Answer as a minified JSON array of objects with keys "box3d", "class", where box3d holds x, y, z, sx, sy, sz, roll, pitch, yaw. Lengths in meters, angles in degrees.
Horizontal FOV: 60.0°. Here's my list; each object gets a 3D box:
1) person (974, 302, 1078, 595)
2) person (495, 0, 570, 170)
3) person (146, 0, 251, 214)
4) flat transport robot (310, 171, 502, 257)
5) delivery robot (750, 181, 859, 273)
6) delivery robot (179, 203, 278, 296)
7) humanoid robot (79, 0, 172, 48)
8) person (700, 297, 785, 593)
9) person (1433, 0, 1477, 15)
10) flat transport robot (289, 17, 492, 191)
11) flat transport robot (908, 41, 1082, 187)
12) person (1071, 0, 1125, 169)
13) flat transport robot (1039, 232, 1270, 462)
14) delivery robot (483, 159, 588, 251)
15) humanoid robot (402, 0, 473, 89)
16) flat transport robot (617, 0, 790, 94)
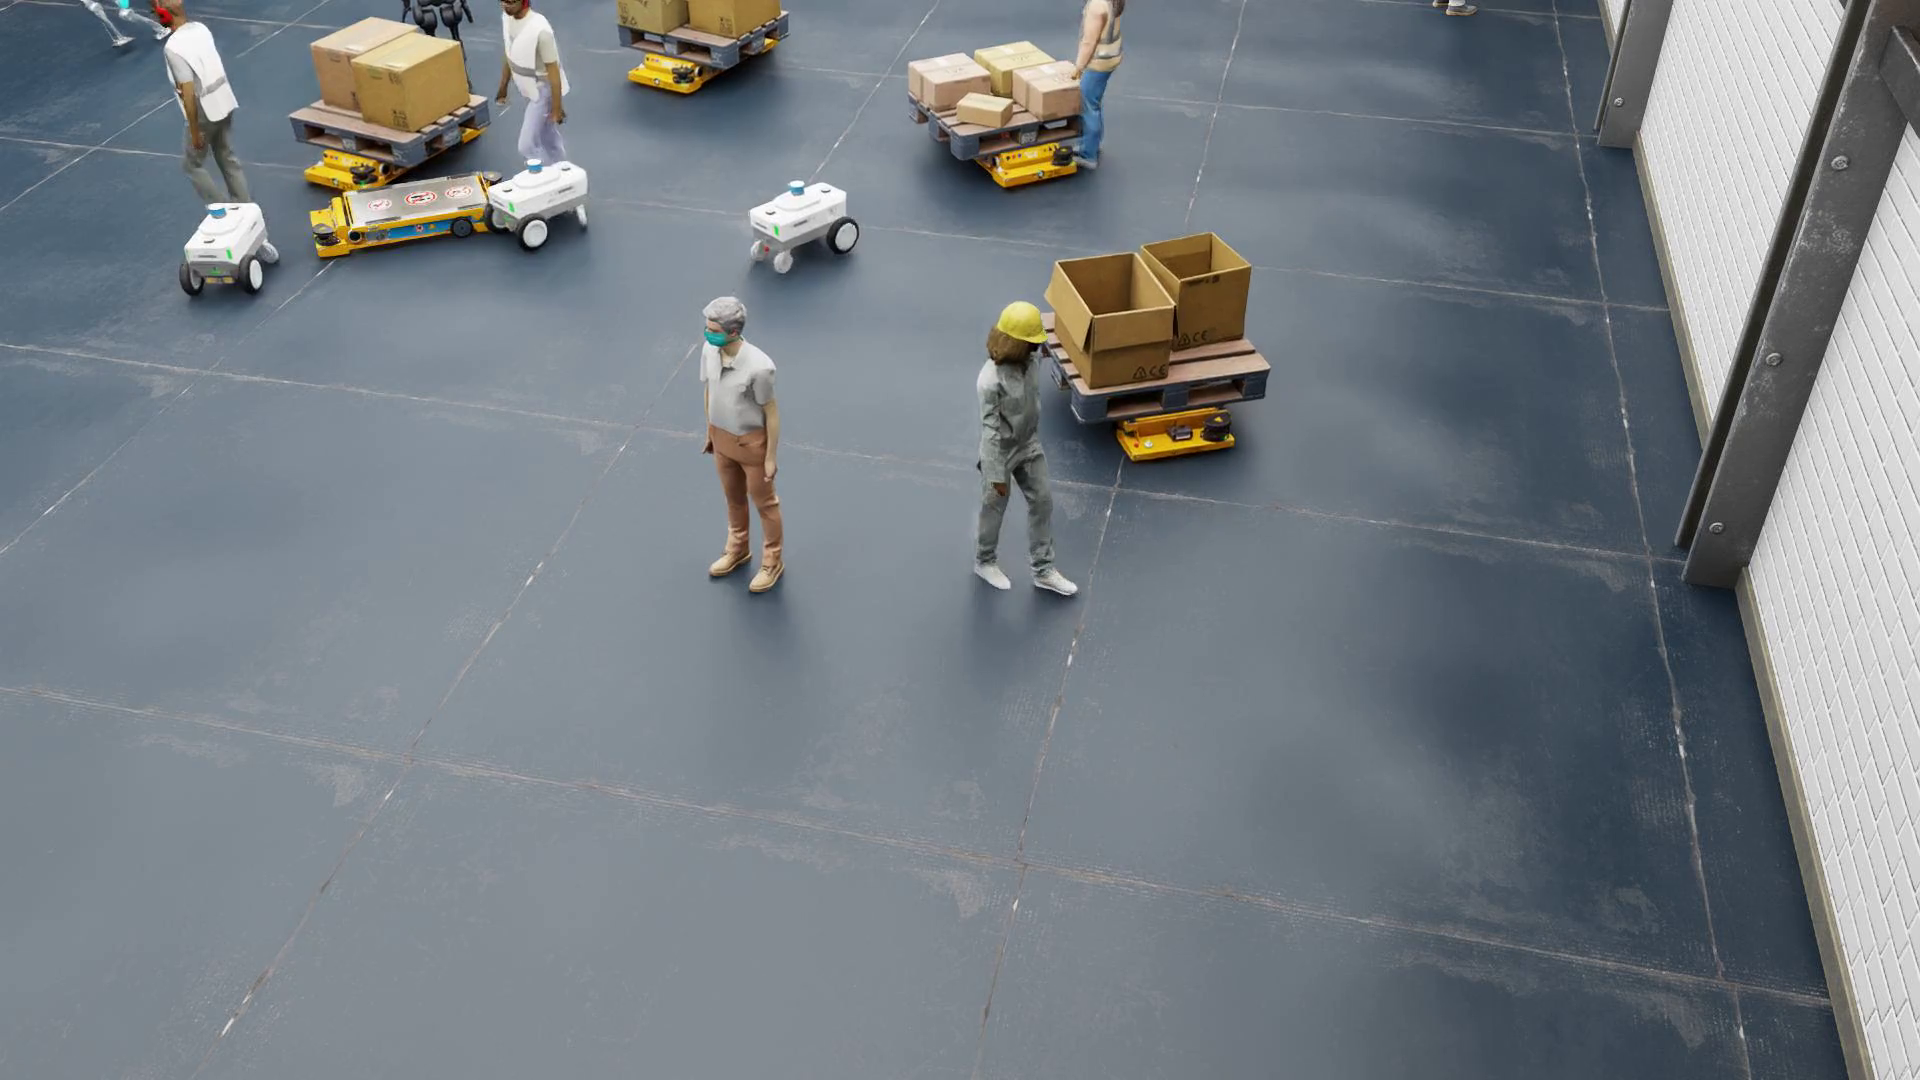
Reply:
[{"box3d":[0.335,-0.427,8.583,0.660,1.719,0.508,28,45,32],"class":"person"},{"box3d":[-3.211,-3.269,12.296,0.620,1.816,0.614,-22,42,-27],"class":"person"},{"box3d":[-5.502,-3.069,12.027,0.554,1.820,0.579,3,37,4],"class":"person"},{"box3d":[-4.120,-2.455,12.504,1.431,0.231,0.659,-13,39,-17],"class":"flat transport robot"},{"box3d":[-1.149,-2.313,12.091,0.815,0.614,0.499,-30,46,-34],"class":"delivery robot"},{"box3d":[-5.174,-2.086,11.765,0.525,0.587,0.741,-1,37,-1],"class":"delivery robot"},{"box3d":[-7.704,-5.269,15.043,0.552,1.765,0.906,12,38,16],"class":"humanoid robot"},{"box3d":[-1.137,-0.503,8.659,0.473,1.744,0.322,22,42,27],"class":"person"},{"box3d":[4.858,-6.000,15.901,0.356,1.882,0.571,-9,38,-12],"class":"person"},{"box3d":[-4.575,-3.206,13.509,0.659,0.231,1.431,16,40,21],"class":"flat transport robot"},{"box3d":[0.326,-3.290,13.622,0.659,0.231,1.431,-16,40,-21],"class":"flat transport robot"},{"box3d":[1.075,-3.769,13.062,0.403,1.699,0.543,8,38,11],"class":"person"},{"box3d":[1.163,-0.983,10.534,0.659,0.231,1.431,-9,38,-12],"class":"flat transport robot"},{"box3d":[-3.148,-2.520,12.359,0.499,0.604,0.776,30,46,34],"class":"delivery robot"},{"box3d":[-4.474,-4.564,14.147,0.590,1.654,0.327,-14,39,-19],"class":"humanoid robot"},{"box3d":[-2.323,-4.439,15.158,0.659,0.231,1.431,19,41,23],"class":"flat transport robot"}]
